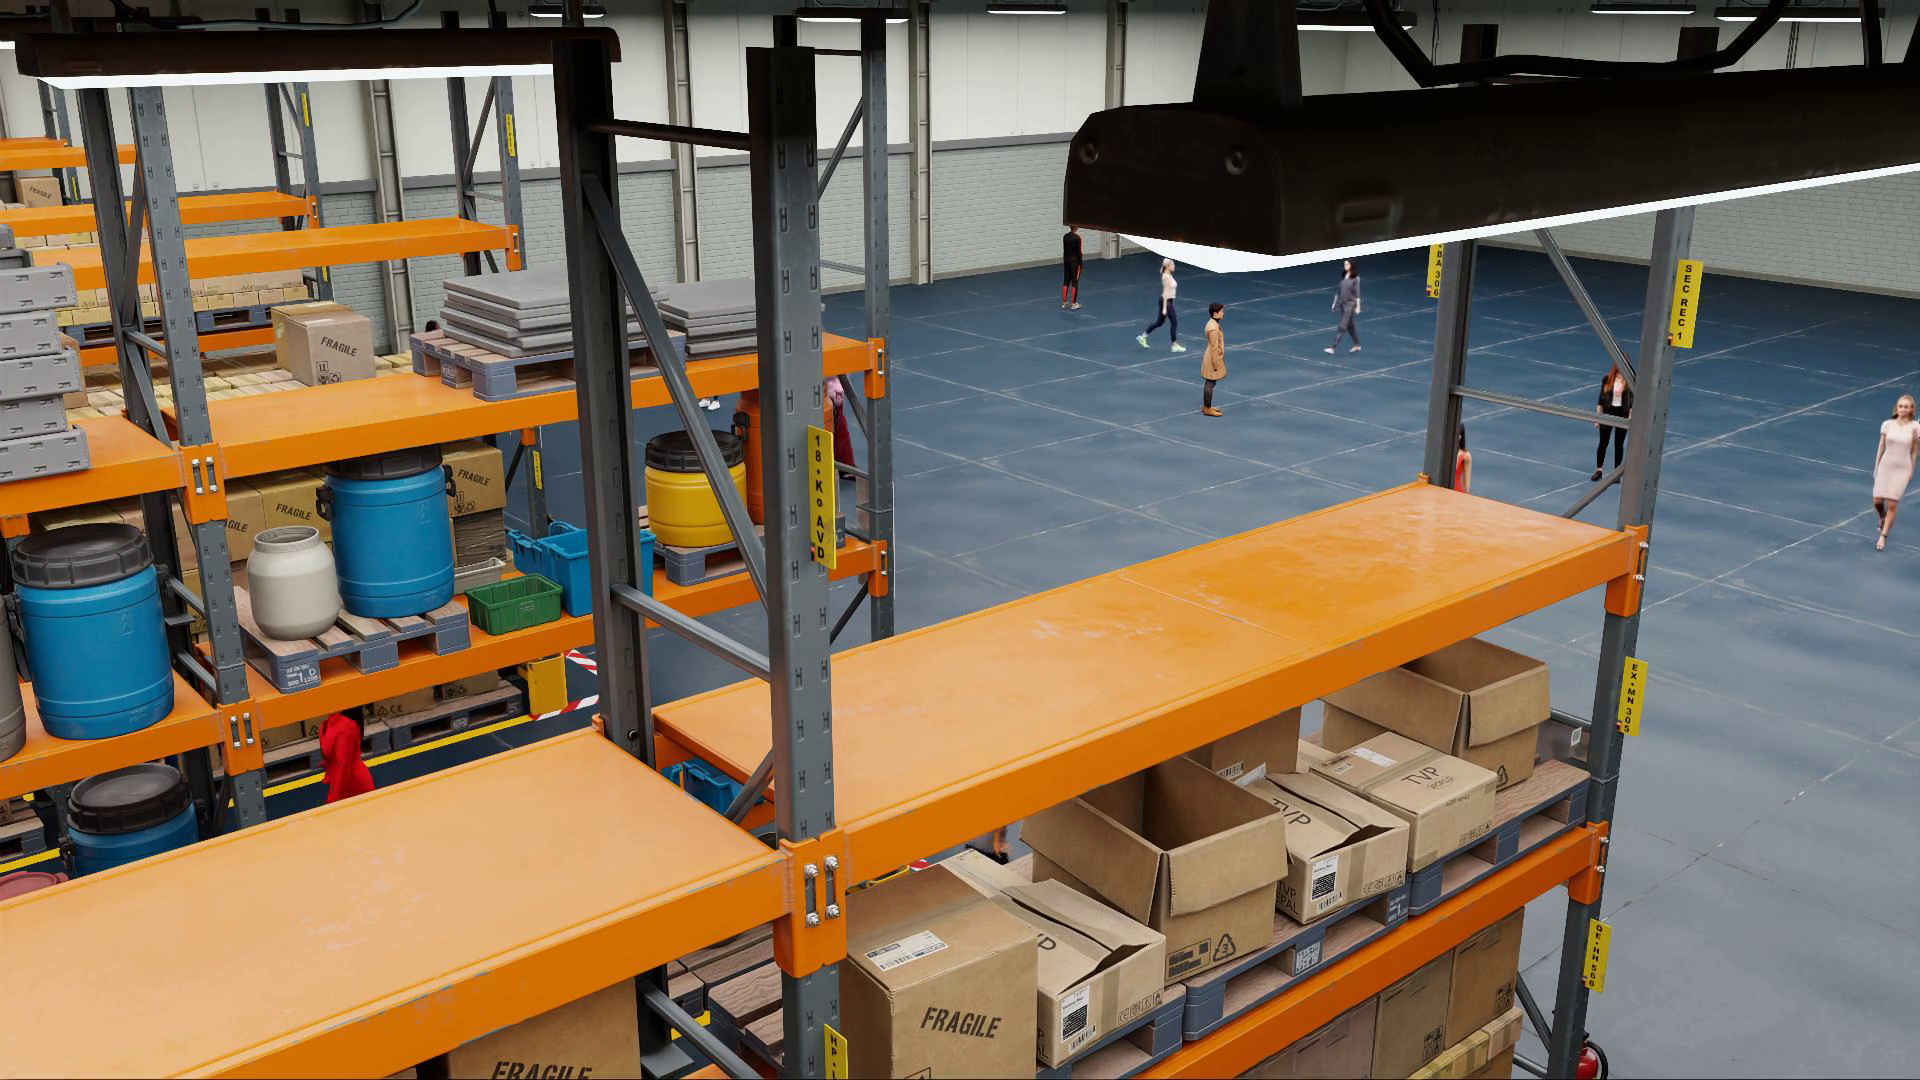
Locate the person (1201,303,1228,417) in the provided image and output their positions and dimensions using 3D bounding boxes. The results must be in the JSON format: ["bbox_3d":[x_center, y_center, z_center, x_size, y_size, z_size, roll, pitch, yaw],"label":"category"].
[{"bbox_3d":[3.859,-2.778,25.416,0.821,1.727,0.767,1,18,2],"label":"person"}]

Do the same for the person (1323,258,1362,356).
[{"bbox_3d":[6.965,-4.128,29.587,1.207,1.712,0.747,-11,21,-29],"label":"person"}]

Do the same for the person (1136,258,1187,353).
[{"bbox_3d":[3.615,-4.205,29.888,1.125,1.671,1.140,3,18,10],"label":"person"}]

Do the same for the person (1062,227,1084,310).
[{"bbox_3d":[2.305,-5.679,34.196,0.650,1.807,0.589,14,23,37],"label":"person"}]

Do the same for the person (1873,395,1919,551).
[{"bbox_3d":[10.790,-0.793,19.171,0.686,1.820,0.849,12,22,33],"label":"person"}]

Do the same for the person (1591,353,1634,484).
[{"bbox_3d":[8.626,-1.624,21.895,0.670,1.713,0.659,8,20,24],"label":"person"}]
